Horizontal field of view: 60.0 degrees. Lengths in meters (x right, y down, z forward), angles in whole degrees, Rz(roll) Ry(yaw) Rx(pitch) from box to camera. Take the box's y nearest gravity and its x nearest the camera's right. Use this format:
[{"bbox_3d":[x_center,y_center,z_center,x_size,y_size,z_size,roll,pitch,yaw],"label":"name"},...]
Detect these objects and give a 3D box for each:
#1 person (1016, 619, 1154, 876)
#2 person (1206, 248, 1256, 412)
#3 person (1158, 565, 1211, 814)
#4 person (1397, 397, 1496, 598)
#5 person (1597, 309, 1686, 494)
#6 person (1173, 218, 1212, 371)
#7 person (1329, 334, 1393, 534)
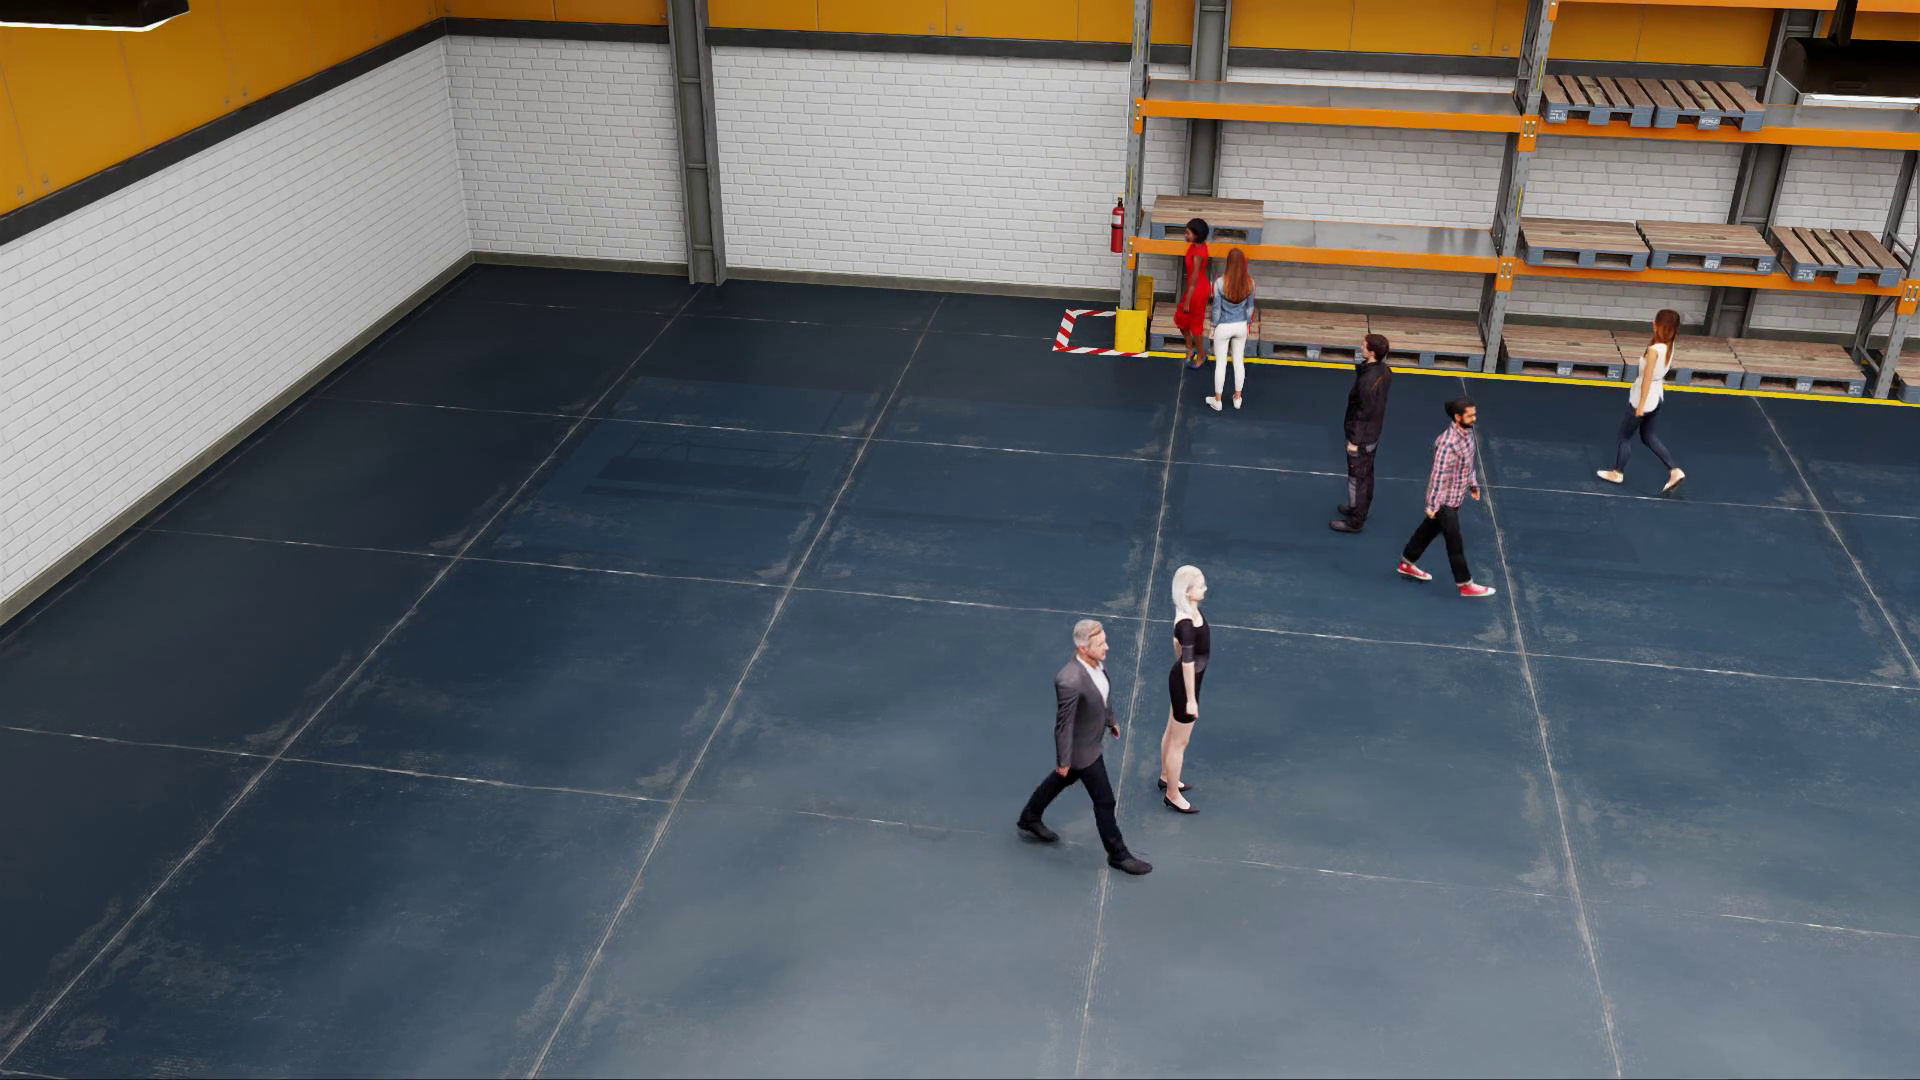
[{"bbox_3d":[0.706,1.275,10.611,1.242,1.789,0.861,10,30,17],"label":"person"},{"bbox_3d":[2.767,-2.146,16.975,0.586,1.701,0.745,-6,29,-10],"label":"person"},{"bbox_3d":[1.494,0.983,11.105,0.542,1.829,0.612,1,29,1],"label":"person"},{"bbox_3d":[3.947,-0.375,13.706,1.187,1.722,0.944,15,32,25],"label":"person"},{"bbox_3d":[6.394,-1.244,15.257,1.100,1.761,0.943,25,37,37],"label":"person"},{"bbox_3d":[2.612,-2.595,17.773,0.668,1.724,0.649,2,29,4],"label":"person"},{"bbox_3d":[3.564,-0.950,14.638,0.675,1.839,0.772,13,31,22],"label":"person"}]
